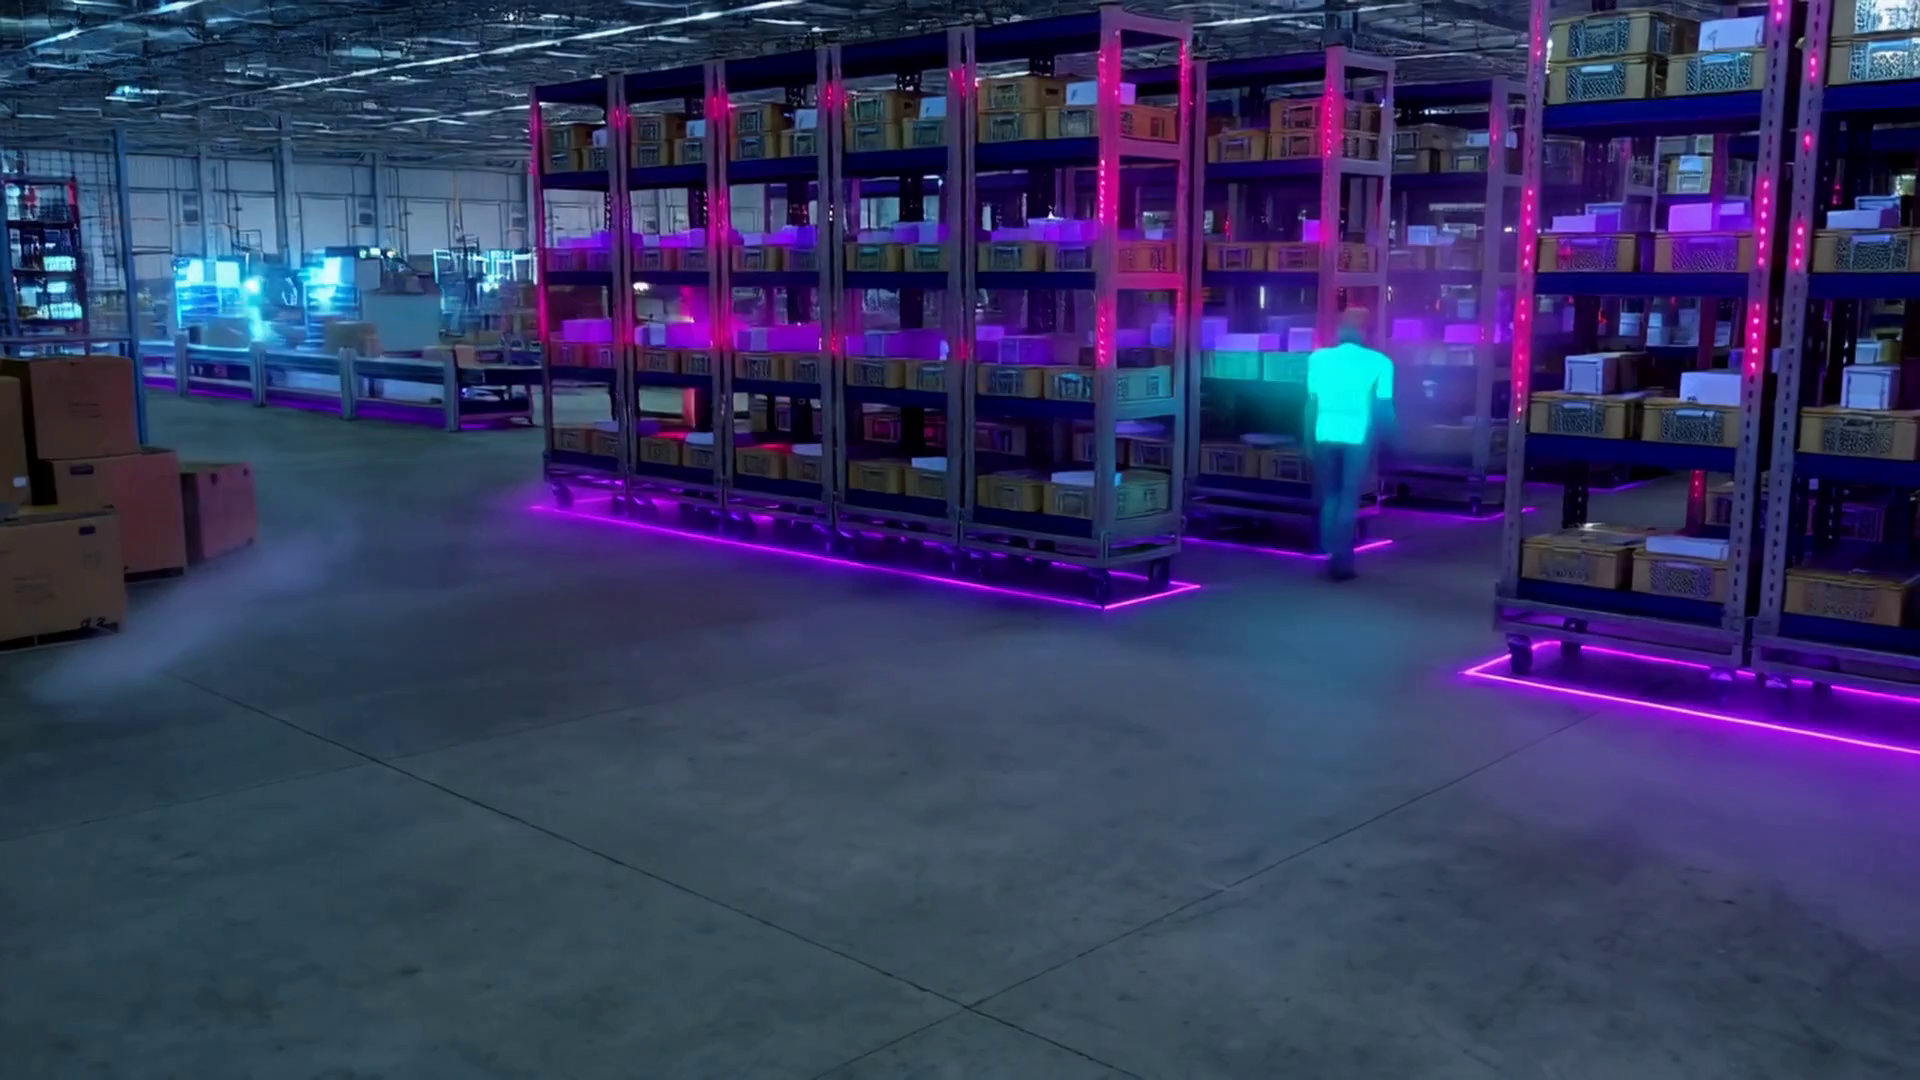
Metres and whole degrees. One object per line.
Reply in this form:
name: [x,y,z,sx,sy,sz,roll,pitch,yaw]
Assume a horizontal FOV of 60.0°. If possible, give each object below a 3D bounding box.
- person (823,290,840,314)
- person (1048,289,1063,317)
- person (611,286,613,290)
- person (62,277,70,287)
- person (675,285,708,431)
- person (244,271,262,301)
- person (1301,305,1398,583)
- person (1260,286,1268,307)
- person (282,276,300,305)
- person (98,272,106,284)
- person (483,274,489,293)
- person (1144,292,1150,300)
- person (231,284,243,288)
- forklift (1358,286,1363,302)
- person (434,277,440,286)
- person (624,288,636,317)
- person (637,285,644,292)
person: [-3.594,-6.486,46.990,0.615,1.799,0.820,-9,13,-44]
person: [1.430,-2.990,25.473,0.588,1.835,0.404,1,9,8]
person: [-13.191,-9.172,63.119,0.702,1.913,0.568,-7,11,-35]
person: [-39.784,-10.859,73.780,0.690,1.823,0.635,-8,12,-40]
person: [-3.244,-2.061,19.623,0.731,1.879,0.671,-8,12,-41]
person: [-26.900,-9.235,63.294,0.609,1.989,0.391,-3,10,-19]
person: [2.617,-0.639,11.073,0.613,1.823,0.619,6,11,32]
person: [10.628,-8.396,58.589,0.662,1.861,0.794,1,9,6]
person: [-24.149,-8.617,60.022,0.509,1.822,1.008,-1,9,-4]
person: [-39.138,-11.235,75.762,0.648,1.926,0.634,-2,9,-9]
person: [-25.737,-13.600,90.524,0.409,1.830,0.548,0,9,-1]
person: [7.023,-9.023,62.887,0.315,1.695,0.541,1,9,4]
person: [-28.454,-9.451,65.471,0.935,1.724,0.536,6,11,32]
forklift: [11.100,-7.017,46.970,1.873,2.768,1.129,9,13,43]
person: [-24.530,-11.505,78.093,0.881,1.695,0.509,-2,9,-10]
person: [-8.098,-5.359,40.253,0.540,1.744,0.558,-4,10,-23]
person: [-16.472,-12.833,85.625,0.467,1.900,0.624,0,9,2]
